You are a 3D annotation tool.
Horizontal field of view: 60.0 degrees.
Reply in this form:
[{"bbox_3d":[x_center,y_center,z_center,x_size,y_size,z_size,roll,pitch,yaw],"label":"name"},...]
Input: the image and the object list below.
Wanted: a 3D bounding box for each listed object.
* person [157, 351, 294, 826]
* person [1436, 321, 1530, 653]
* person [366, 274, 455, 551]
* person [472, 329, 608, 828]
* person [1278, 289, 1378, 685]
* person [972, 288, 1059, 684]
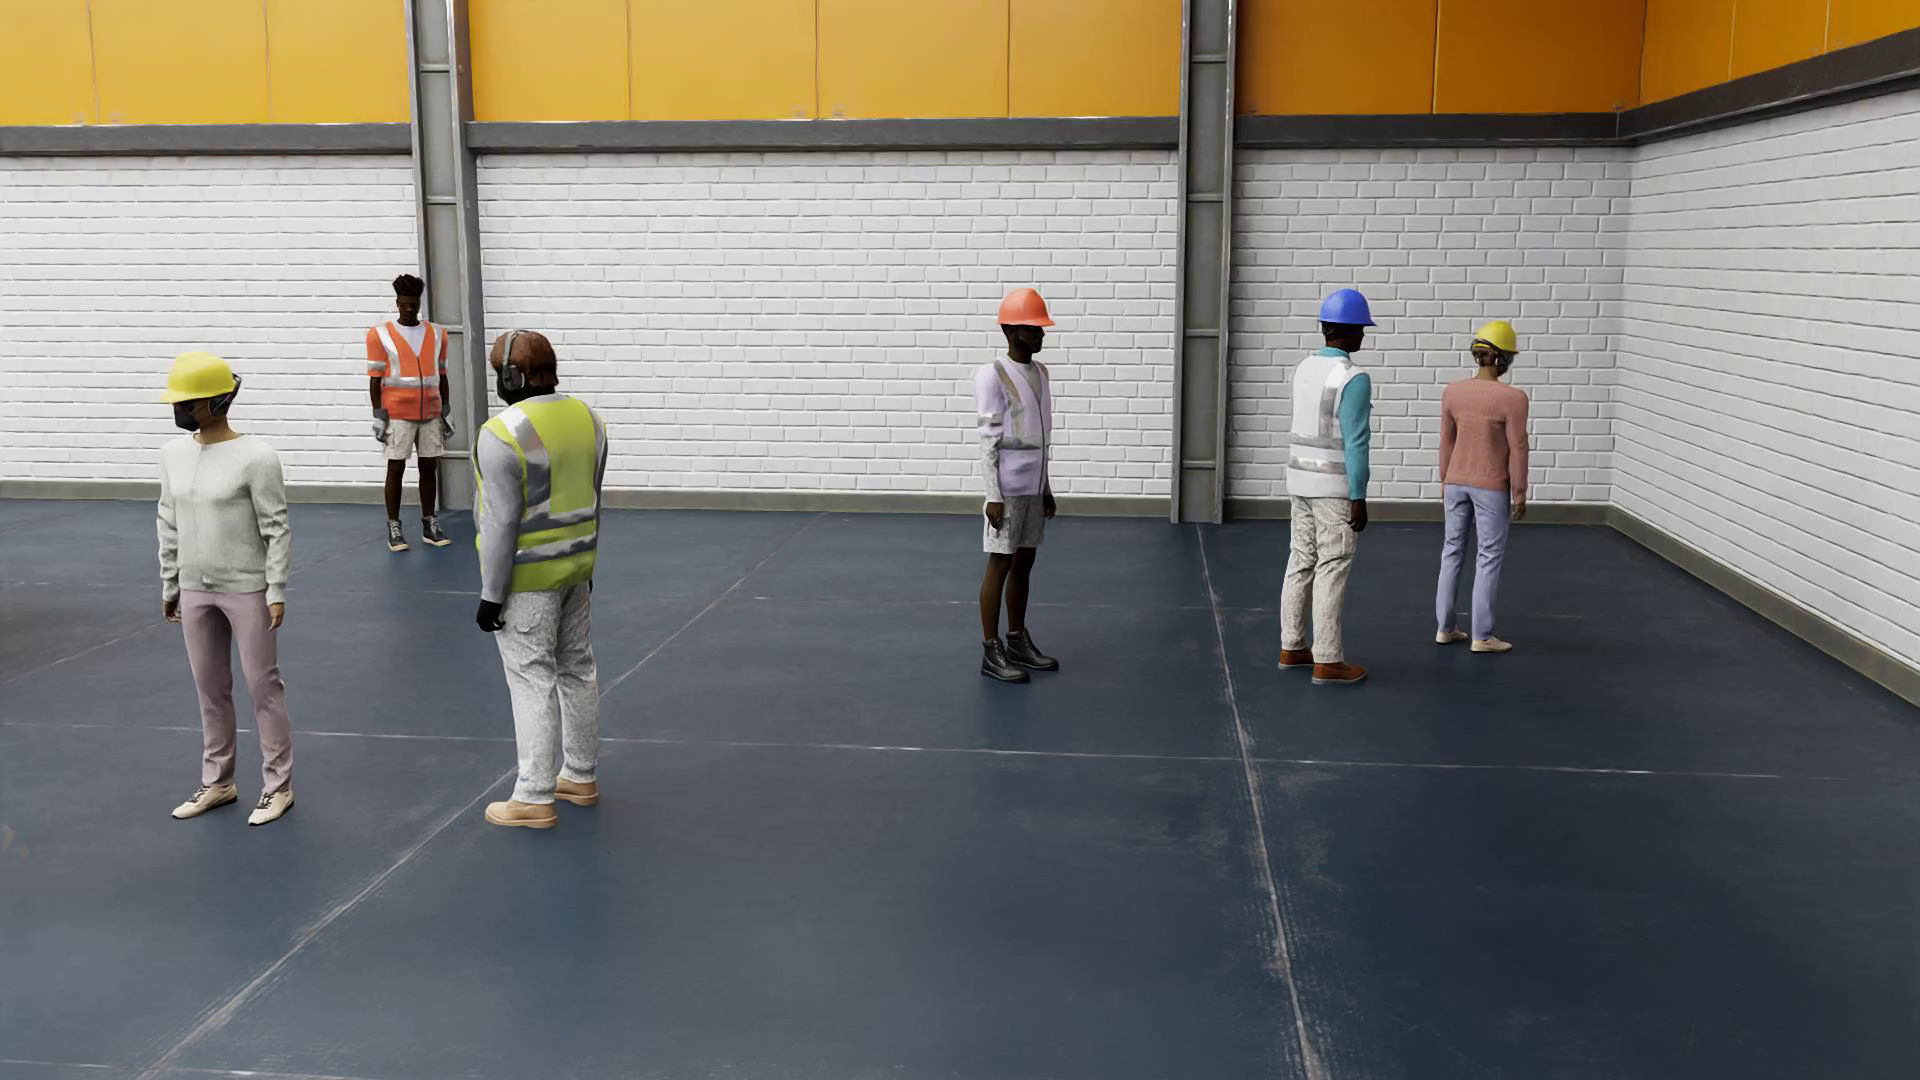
[{"bbox_3d":[-2.730,0.186,6.147,0.533,1.763,0.323,3,10,15],"label":"person"},{"bbox_3d":[2.774,-0.275,8.812,0.343,1.755,0.531,-8,13,-38],"label":"person"},{"bbox_3d":[-3.891,-0.908,11.842,0.609,1.956,0.392,-9,13,-40],"label":"person"},{"bbox_3d":[-1.574,0.143,6.175,0.429,1.841,0.625,4,11,24],"label":"person"},{"bbox_3d":[1.837,-0.263,8.231,0.424,1.938,0.603,-4,11,-20],"label":"person"},{"bbox_3d":[0.303,-0.272,8.261,0.360,1.939,0.543,7,12,34],"label":"person"}]
